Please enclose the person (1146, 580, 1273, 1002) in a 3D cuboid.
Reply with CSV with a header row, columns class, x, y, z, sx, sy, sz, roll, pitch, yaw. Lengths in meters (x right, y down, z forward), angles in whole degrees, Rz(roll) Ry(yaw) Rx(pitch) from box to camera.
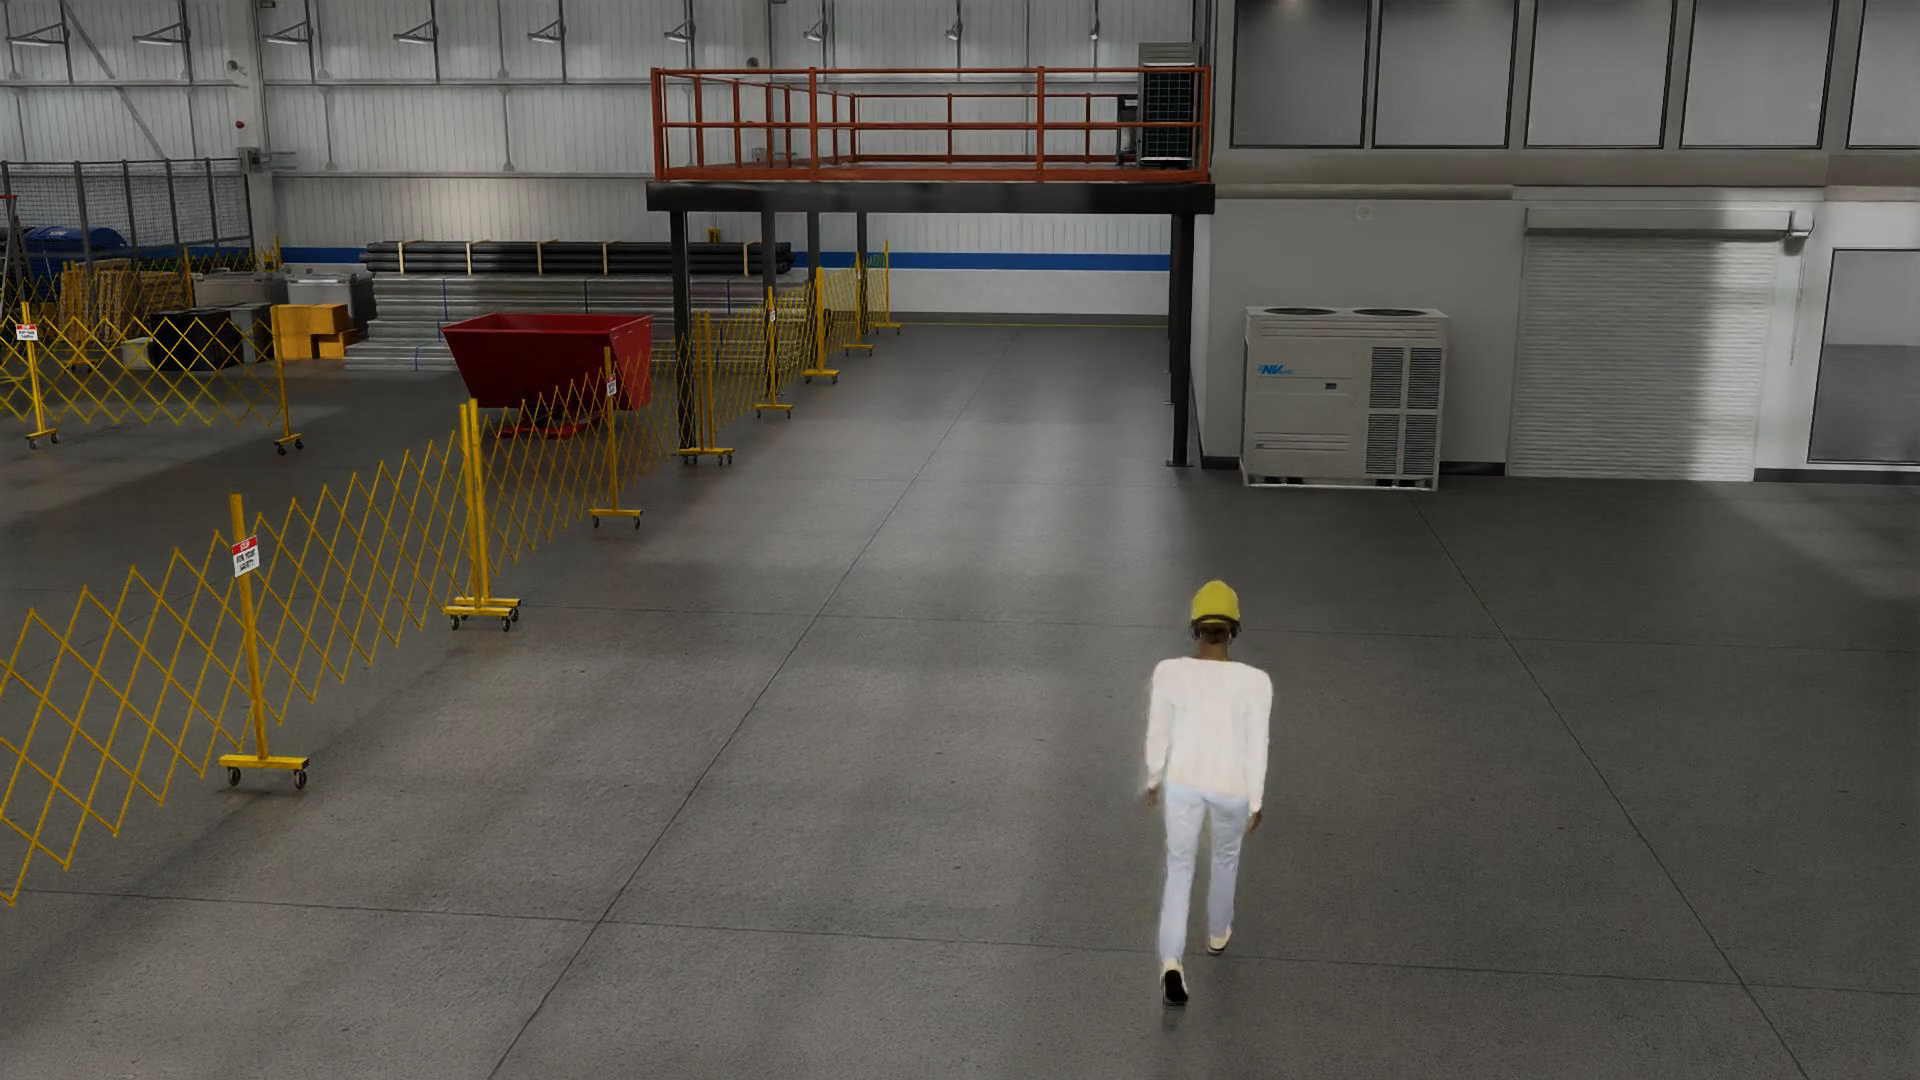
class,x,y,z,sx,sy,sz,roll,pitch,yaw
person,1.019,1.034,6.968,0.527,1.732,0.850,4,14,17
